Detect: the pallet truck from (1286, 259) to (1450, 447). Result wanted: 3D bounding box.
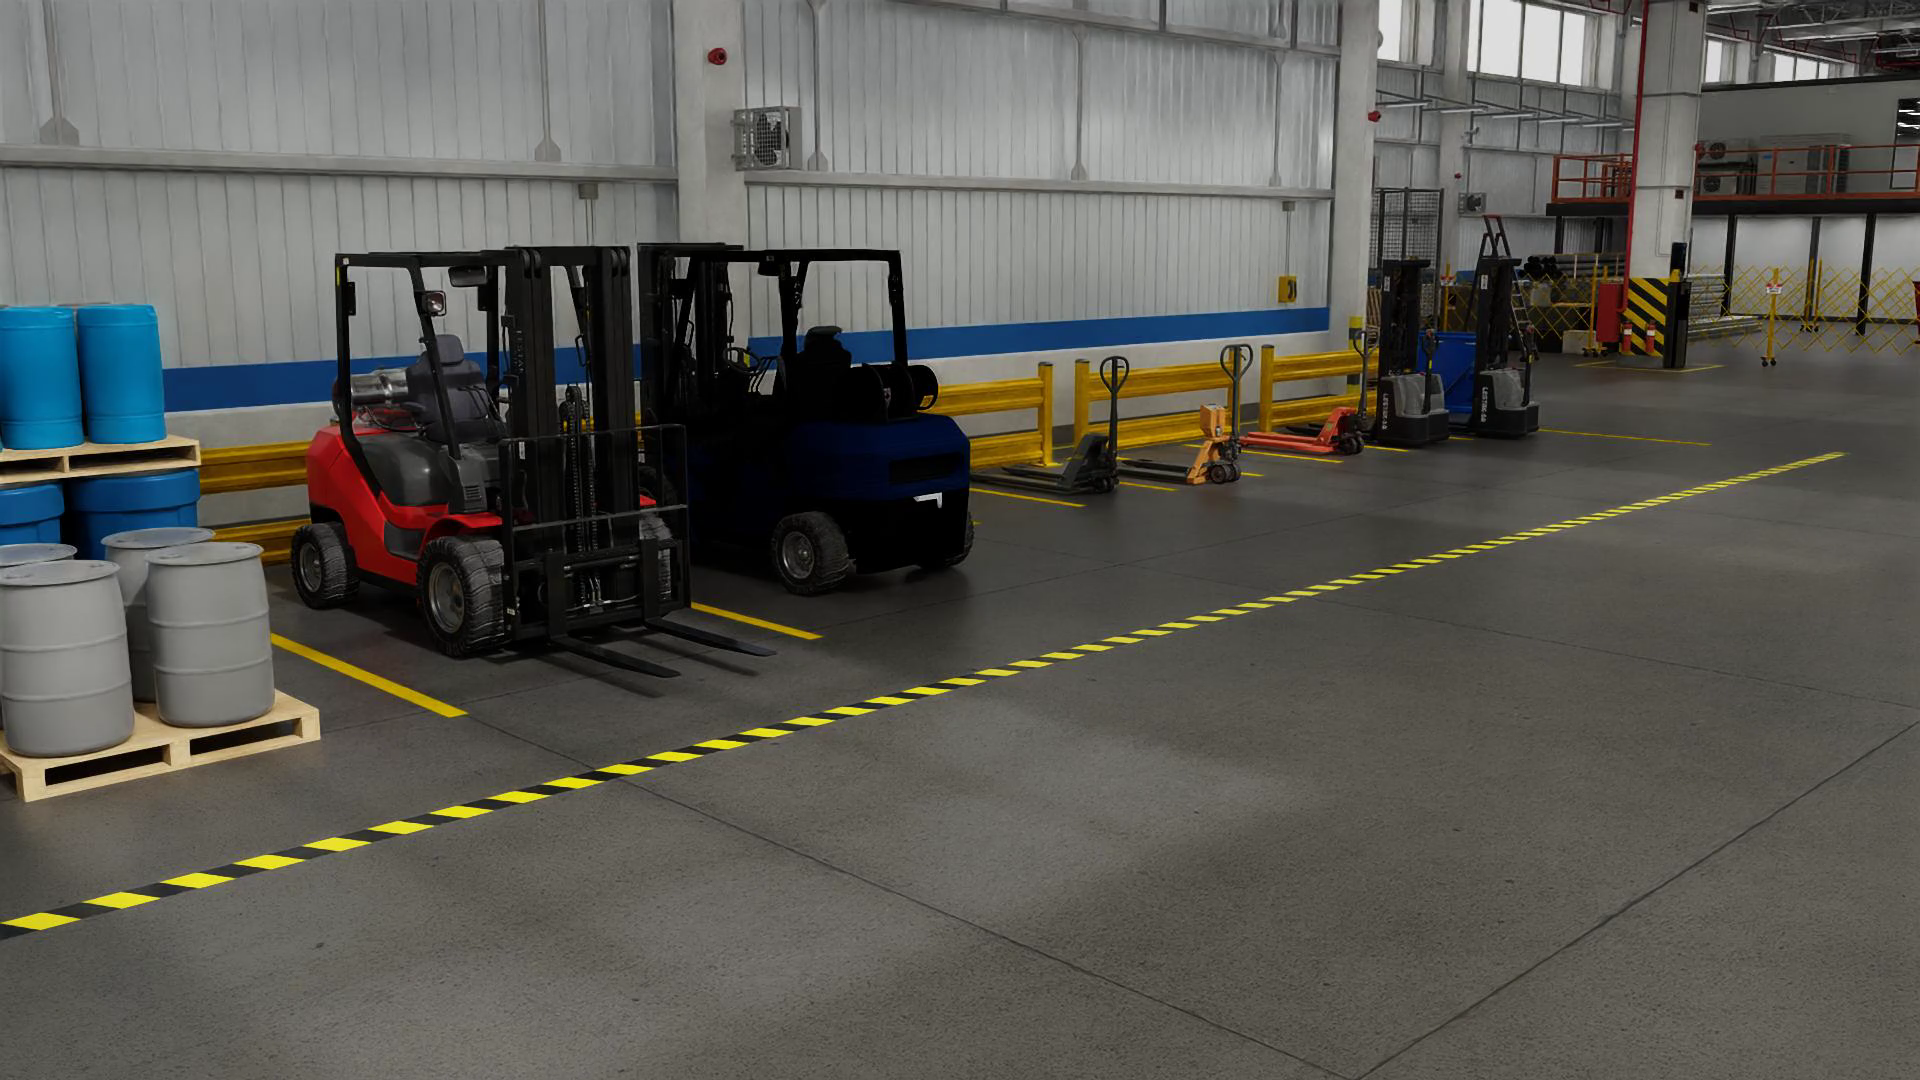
[{"bbox_3d":[4.493,-2.078,18.196,0.823,1.965,1.885,-9,14,-40],"label":"pallet truck"}]

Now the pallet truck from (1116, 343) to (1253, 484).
[{"bbox_3d":[1.962,-1.215,15.415,1.522,1.261,0.704,10,14,43],"label":"pallet truck"}]

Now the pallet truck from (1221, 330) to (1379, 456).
[{"bbox_3d":[3.563,-1.581,17.381,0.653,1.274,1.630,-10,14,-44],"label":"pallet truck"}]

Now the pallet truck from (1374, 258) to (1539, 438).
[{"bbox_3d":[5.704,-2.208,18.901,1.885,1.965,0.823,10,14,43],"label":"pallet truck"}]

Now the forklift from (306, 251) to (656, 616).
[{"bbox_3d":[-2.833,-0.669,9.694,1.157,1.987,2.680,-10,14,-44],"label":"forklift"}]

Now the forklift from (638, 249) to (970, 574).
[{"bbox_3d":[-1.173,-0.958,11.239,2.680,1.987,1.157,10,14,43],"label":"forklift"}]

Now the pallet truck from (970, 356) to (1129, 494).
[{"bbox_3d":[0.784,-1.085,14.876,0.680,1.201,1.601,-10,14,-44],"label":"pallet truck"}]
